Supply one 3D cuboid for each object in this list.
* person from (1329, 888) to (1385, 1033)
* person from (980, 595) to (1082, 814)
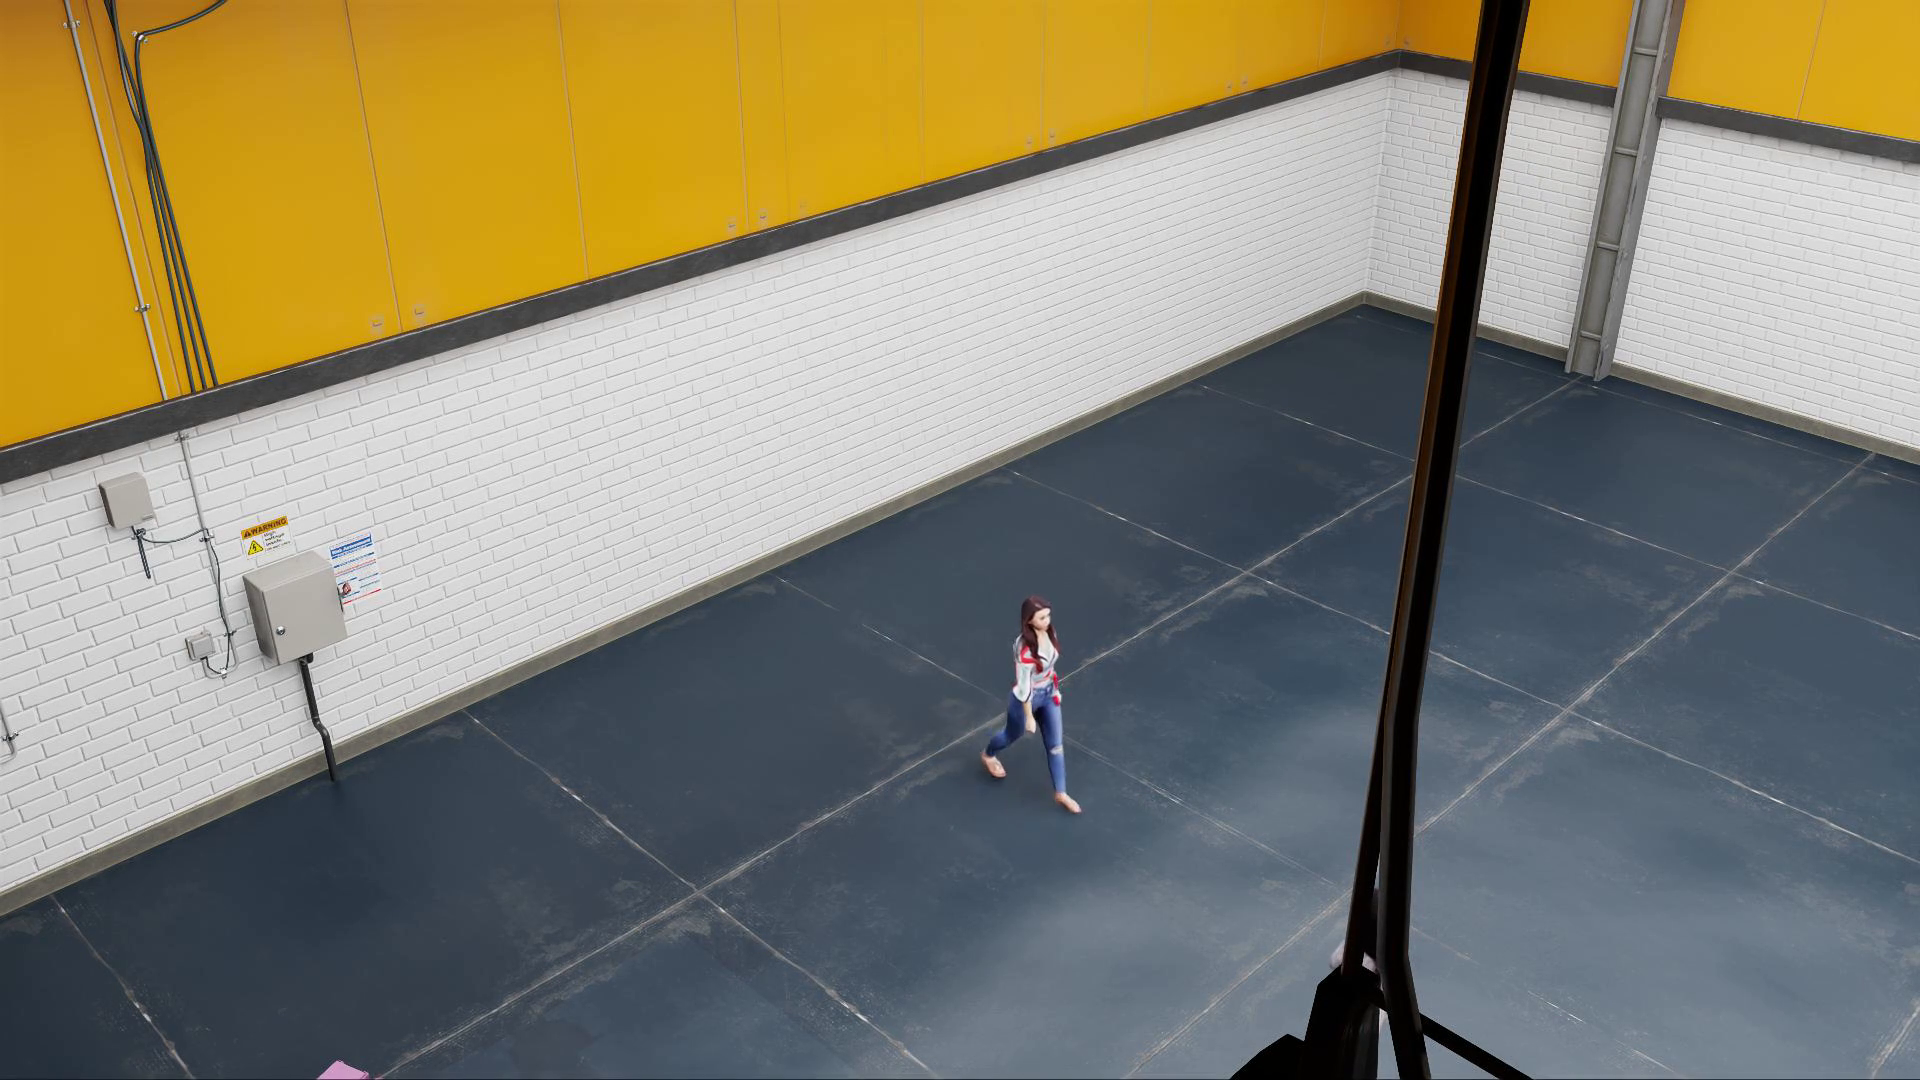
[{"bbox_3d":[2.053,2.518,8.576,0.607,1.781,0.639,16,33,27],"label":"person"},{"bbox_3d":[0.428,1.081,11.429,1.098,1.571,0.607,24,37,37],"label":"person"}]
